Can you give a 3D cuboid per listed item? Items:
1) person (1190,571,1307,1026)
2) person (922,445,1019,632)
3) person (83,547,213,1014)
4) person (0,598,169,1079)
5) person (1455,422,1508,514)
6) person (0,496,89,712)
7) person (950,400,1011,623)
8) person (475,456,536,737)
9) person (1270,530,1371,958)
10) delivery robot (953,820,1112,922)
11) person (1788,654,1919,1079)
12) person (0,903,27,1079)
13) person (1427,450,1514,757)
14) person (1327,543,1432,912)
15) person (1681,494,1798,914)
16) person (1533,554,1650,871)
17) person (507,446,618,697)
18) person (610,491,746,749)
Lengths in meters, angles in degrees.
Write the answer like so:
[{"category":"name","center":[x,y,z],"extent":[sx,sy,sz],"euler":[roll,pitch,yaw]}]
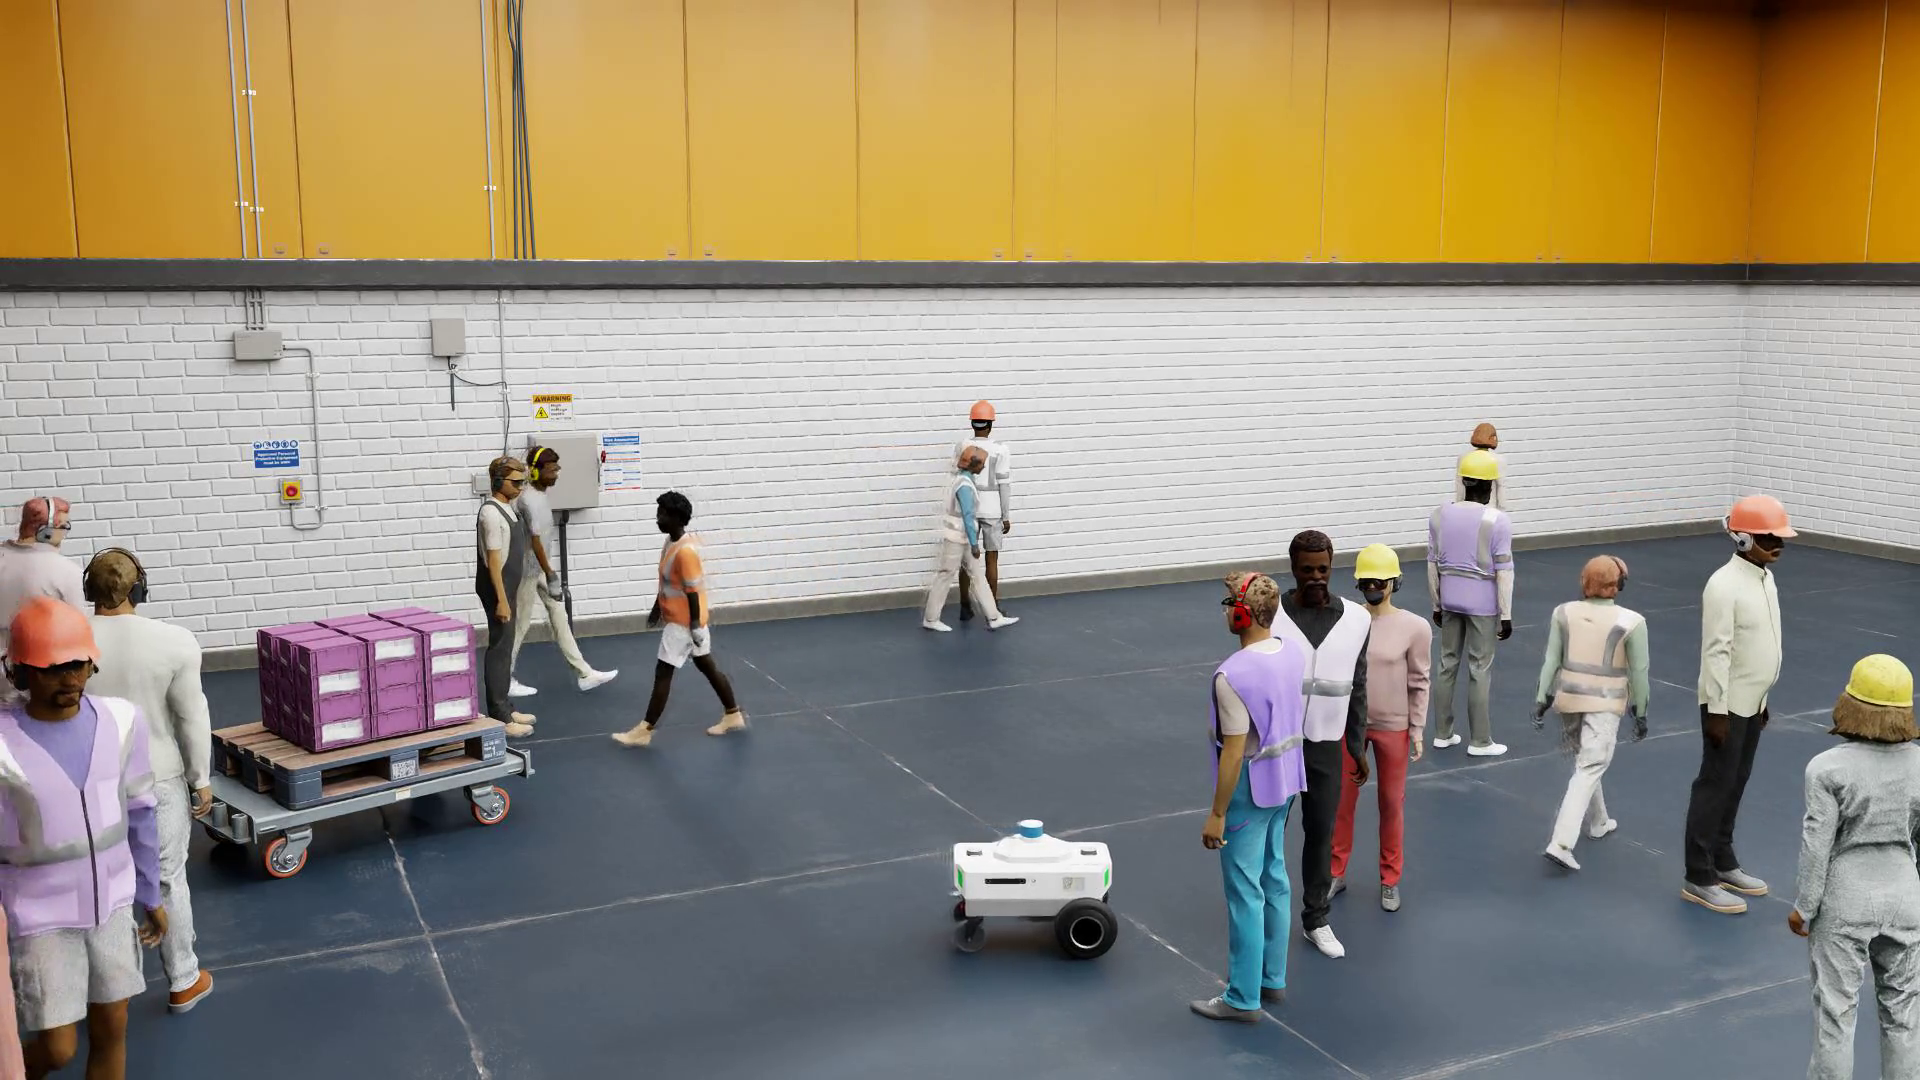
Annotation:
[{"category":"person","center":[1.188,1.039,6.722],"extent":[0.389,1.847,0.566],"euler":[7,12,37]},{"category":"person","center":[0.067,-0.002,13.945],"extent":[0.846,1.585,0.521],"euler":[1,9,7]},{"category":"person","center":[-3.369,0.988,6.755],"extent":[0.636,1.938,0.358],"euler":[-2,9,-14]},{"category":"person","center":[-2.897,1.170,5.370],"extent":[0.560,2.028,0.606],"euler":[6,11,33]},{"category":"person","center":[4.883,-0.286,15.601],"extent":[0.505,1.631,0.271],"euler":[9,12,43]},{"category":"person","center":[-4.867,0.702,8.700],"extent":[0.692,1.872,0.662],"euler":[1,9,5]},{"category":"person","center":[0.189,-0.248,14.458],"extent":[0.545,1.929,0.388],"euler":[4,10,22]},{"category":"person","center":[-2.993,0.366,10.930],"extent":[0.349,1.838,0.505],"euler":[-1,9,-6]},{"category":"person","center":[1.519,0.898,7.372],"extent":[0.587,1.920,0.392],"euler":[-1,9,-5]},{"category":"delivery robot","center":[0.320,1.509,7.512],"extent":[0.707,0.478,0.477],"euler":[0,9,0]},{"category":"person","center":[3.113,1.250,5.732],"extent":[0.483,1.745,0.300],"euler":[1,9,3]},{"category":"person","center":[-2.579,1.441,3.944],"extent":[1.024,1.939,0.622],"euler":[7,12,39]},{"category":"person","center":[3.207,0.398,10.447],"extent":[0.363,1.928,0.587],"euler":[-8,12,-40]},{"category":"person","center":[1.957,0.886,7.921],"extent":[0.523,1.769,0.316],"euler":[4,10,25]},{"category":"person","center":[3.735,0.766,7.959],"extent":[0.396,1.992,0.622],"euler":[9,13,43]},{"category":"person","center":[3.254,0.867,8.600],"extent":[0.925,1.580,0.535],"euler":[-8,12,-41]},{"category":"person","center":[-2.910,0.237,11.777],"extent":[0.934,1.817,0.553],"euler":[-1,9,-3]},{"category":"person","center":[-1.790,0.500,10.675],"extent":[0.888,1.649,0.545],"euler":[-2,9,-15]}]
